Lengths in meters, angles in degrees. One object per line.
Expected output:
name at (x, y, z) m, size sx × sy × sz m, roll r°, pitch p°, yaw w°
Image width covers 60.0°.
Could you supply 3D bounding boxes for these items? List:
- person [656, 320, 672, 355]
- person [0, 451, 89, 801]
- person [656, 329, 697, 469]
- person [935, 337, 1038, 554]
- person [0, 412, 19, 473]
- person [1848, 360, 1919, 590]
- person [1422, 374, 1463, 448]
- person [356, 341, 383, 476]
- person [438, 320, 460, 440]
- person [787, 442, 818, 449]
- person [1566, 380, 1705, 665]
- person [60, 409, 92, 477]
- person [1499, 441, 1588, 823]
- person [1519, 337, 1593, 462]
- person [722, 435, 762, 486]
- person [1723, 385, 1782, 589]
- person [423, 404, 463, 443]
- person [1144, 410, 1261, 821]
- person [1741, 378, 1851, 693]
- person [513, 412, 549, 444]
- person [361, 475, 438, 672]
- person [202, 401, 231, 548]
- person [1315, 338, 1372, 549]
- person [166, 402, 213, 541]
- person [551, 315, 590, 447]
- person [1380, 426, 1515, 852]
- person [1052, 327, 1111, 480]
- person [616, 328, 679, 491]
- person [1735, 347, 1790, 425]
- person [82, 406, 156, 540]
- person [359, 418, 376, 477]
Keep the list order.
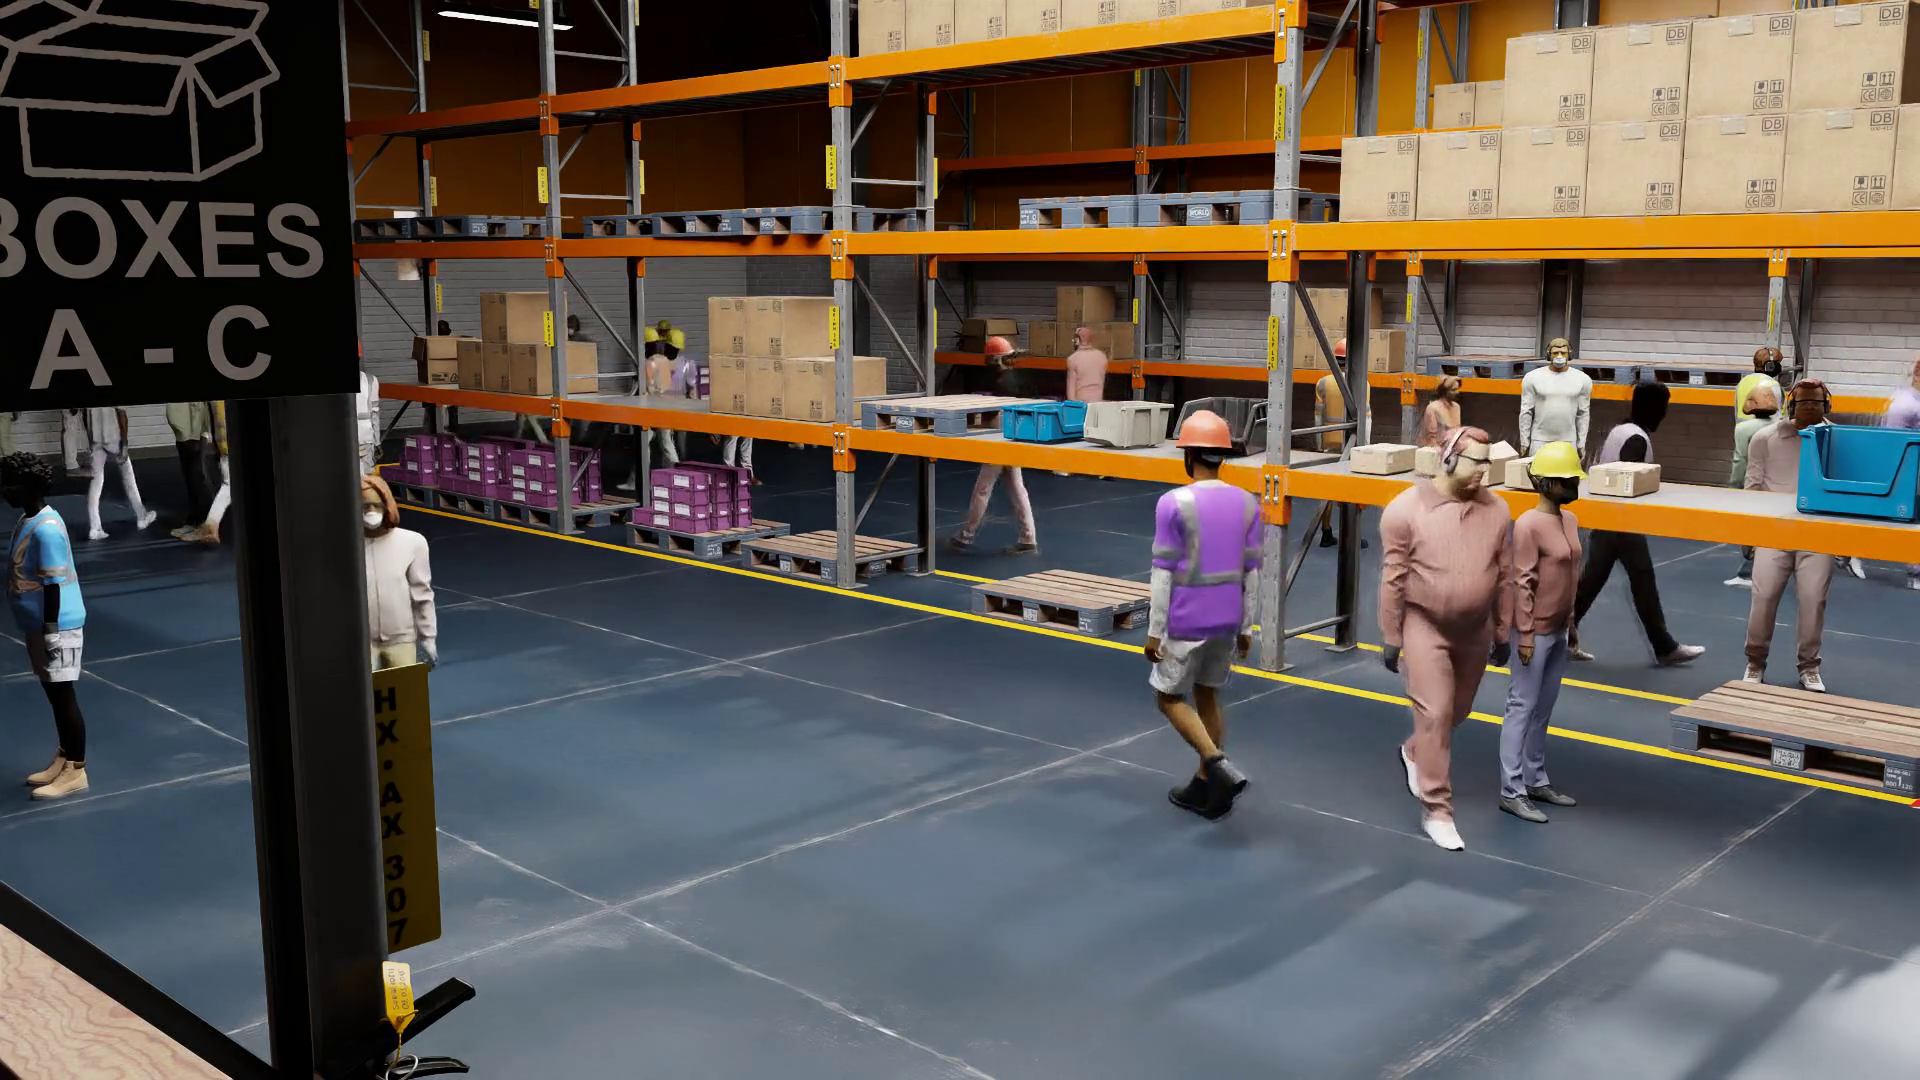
person at (-4.776, -2.690, 26.914) m, size 0.493 × 1.743 × 0.300 m, roll 4°, pitch 10°, yaw 22°
person at (-4.437, 0.407, 8.088) m, size 0.320 × 1.694 × 0.534 m, roll -7°, pitch 11°, yaw -36°
person at (-3.377, -1.538, 19.463) m, size 0.584 × 1.879 × 0.888 m, roll -2°, pitch 9°, yaw -13°
person at (0.250, -0.829, 14.872) m, size 0.979 × 1.945 × 0.638 m, roll 2°, pitch 10°, yaw 14°
person at (-11.278, -1.499, 19.409) m, size 0.534 × 1.816 × 0.997 m, roll -7°, pitch 11°, yaw -35°
person at (7.606, -0.545, 13.401) m, size 0.656 × 1.873 × 0.901 m, roll -8°, pitch 12°, yaw -40°
person at (4.444, -0.754, 15.521) m, size 0.541 × 1.600 × 0.870 m, roll -7°, pitch 11°, yaw -36°
person at (-5.683, -0.936, 15.585) m, size 0.543 × 1.932 × 0.376 m, roll -7°, pitch 11°, yaw -36°
person at (-7.198, -2.145, 23.263) m, size 0.505 × 1.846 × 0.346 m, roll 2°, pitch 9°, yaw 10°
person at (-2.258, -2.306, 23.640) m, size 0.605 × 2.045 × 0.377 m, roll -8°, pitch 12°, yaw -42°
person at (4.306, -0.110, 10.750) m, size 0.948 × 1.853 × 0.637 m, roll 1°, pitch 9°, yaw 8°
person at (-11.012, -1.727, 20.579) m, size 0.337 × 1.882 × 0.585 m, roll -6°, pitch 11°, yaw -32°
person at (2.742, 0.419, 7.784) m, size 0.308 × 1.769 × 0.525 m, roll 9°, pitch 13°, yaw 43°
person at (5.479, -0.901, 15.349) m, size 0.631 × 1.940 × 0.372 m, roll 2°, pitch 9°, yaw 11°
person at (-2.557, -1.578, 19.518) m, size 0.379 × 1.933 × 0.629 m, roll 9°, pitch 13°, yaw 43°
person at (6.393, -0.424, 13.357) m, size 0.507 × 1.631 × 0.266 m, roll -3°, pitch 10°, yaw -17°
person at (-6.701, -1.732, 21.423) m, size 0.580 × 1.617 × 0.543 m, roll -7°, pitch 12°, yaw -37°
person at (1.147, 0.371, 7.610) m, size 0.561 × 1.916 × 0.581 m, roll -5°, pitch 11°, yaw -28°
person at (5.081, -0.026, 10.087) m, size 0.639 × 1.908 × 0.409 m, roll 3°, pitch 10°, yaw 19°
person at (-5.917, -2.020, 22.639) m, size 1.003 × 1.820 × 0.530 m, roll 5°, pitch 10°, yaw 27°
person at (-2.689, 0.503, 7.724) m, size 0.501 × 1.620 × 0.356 m, roll -5°, pitch 11°, yaw -28°
person at (-6.631, -0.819, 15.229) m, size 0.643 × 1.813 × 0.761 m, roll 2°, pitch 9°, yaw 12°
person at (3.514, -0.881, 15.224) m, size 0.543 × 1.939 × 0.361 m, roll 8°, pitch 12°, yaw 39°
person at (-7.310, -0.986, 15.723) m, size 0.392 × 1.988 × 0.608 m, roll -7°, pitch 11°, yaw -36°
person at (-5.513, -2.209, 23.481) m, size 0.649 × 1.902 × 0.883 m, roll 4°, pitch 10°, yaw 24°
person at (2.228, 0.393, 7.668) m, size 0.638 × 1.869 × 0.919 m, roll -2°, pitch 9°, yaw -10°
person at (1.545, -1.661, 20.276) m, size 0.645 × 1.862 × 0.997 m, roll -6°, pitch 11°, yaw -31°
person at (-3.548, -1.490, 19.101) m, size 0.785 × 1.889 × 0.607 m, roll 3°, pitch 10°, yaw 18°
person at (7.407, -0.856, 15.369) m, size 0.429 × 1.844 × 0.625 m, roll -1°, pitch 9°, yaw -5°
person at (-8.161, -0.940, 15.971) m, size 0.516 × 1.819 × 0.986 m, roll 0°, pitch 9°, yaw -1°
person at (-5.740, -0.793, 15.602) m, size 0.511 × 1.641 × 0.309 m, roll -7°, pitch 12°, yaw -38°
